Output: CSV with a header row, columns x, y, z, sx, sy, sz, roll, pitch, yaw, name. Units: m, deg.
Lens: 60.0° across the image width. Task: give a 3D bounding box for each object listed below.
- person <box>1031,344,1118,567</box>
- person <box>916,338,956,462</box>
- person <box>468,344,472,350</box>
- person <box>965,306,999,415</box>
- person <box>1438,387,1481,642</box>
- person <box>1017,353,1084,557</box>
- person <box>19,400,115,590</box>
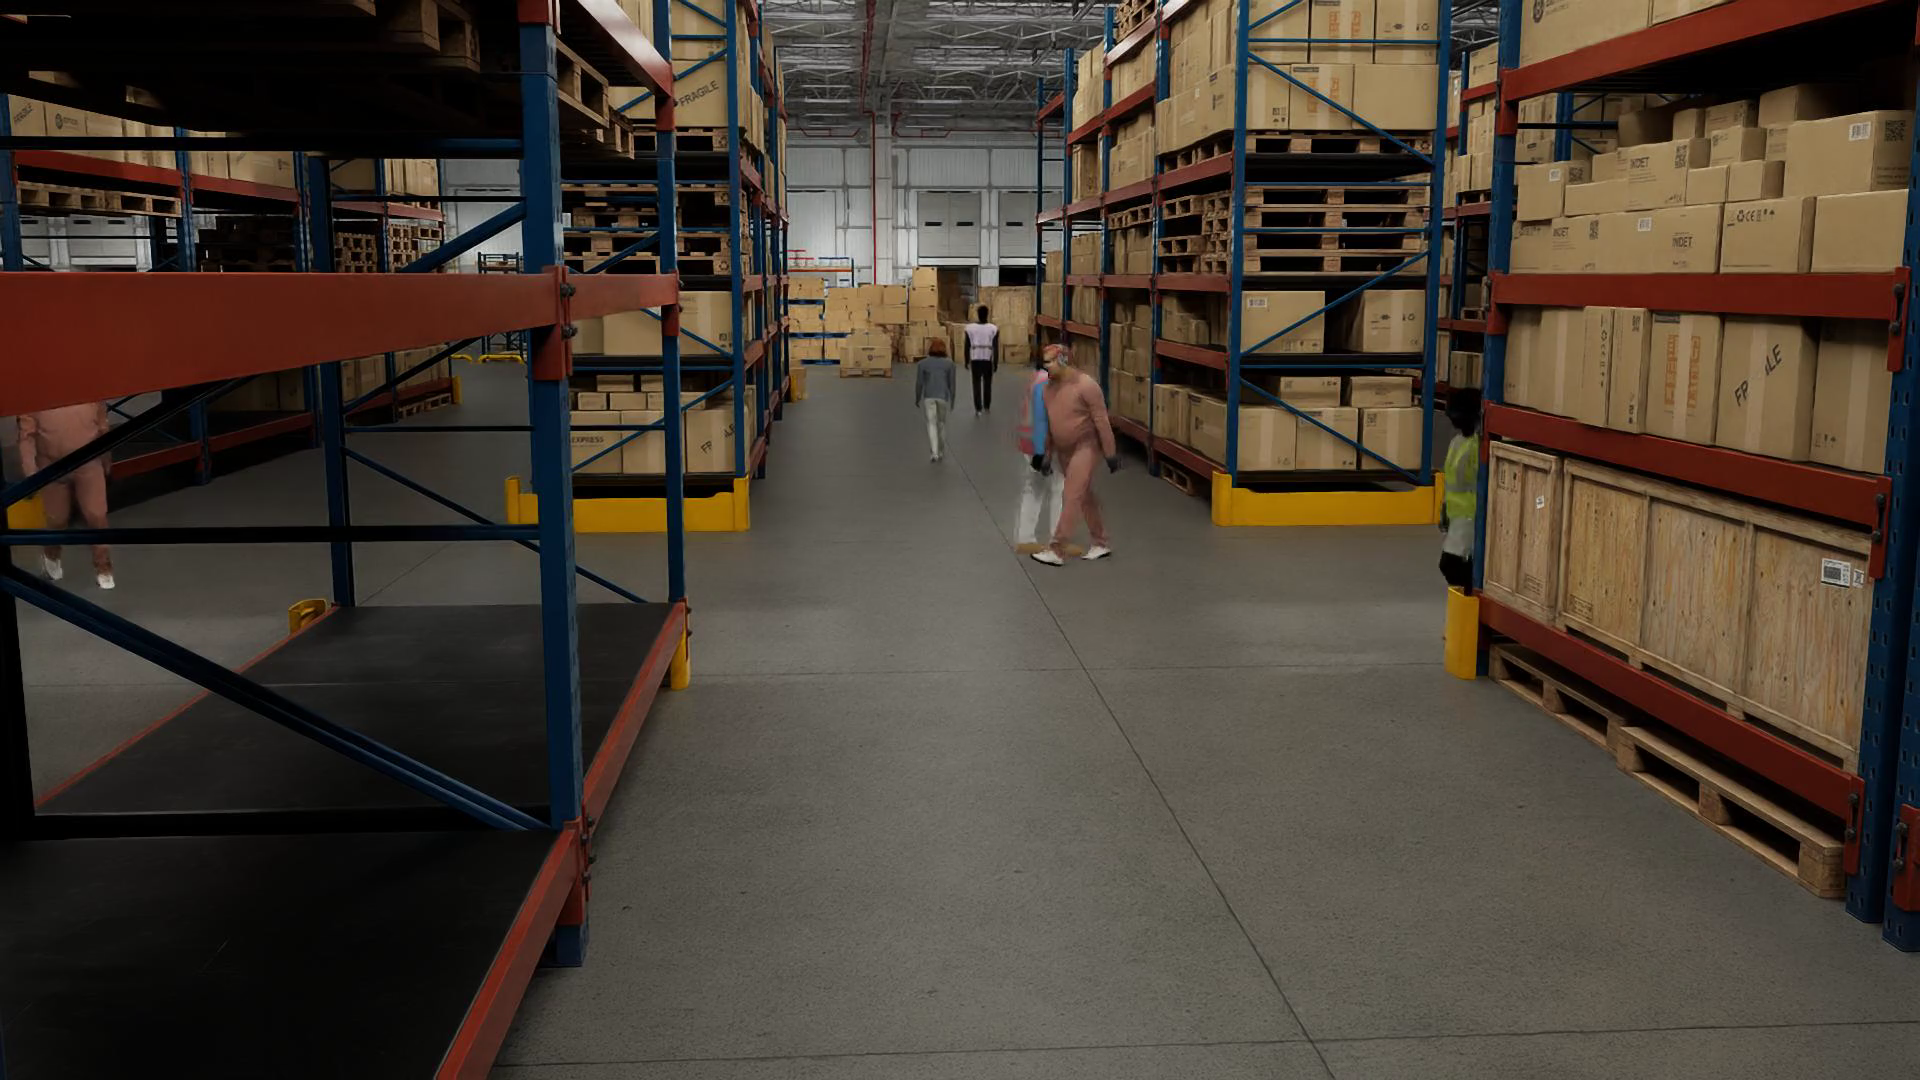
x,y,z,sx,sy,sz,roll,pitch,yaw,name
0.929,-0.705,13.833,0.994,1.841,0.673,-6,11,-34,person
-0.305,-1.818,21.552,0.514,1.600,0.804,-1,9,-6,person
-15.906,-7.108,53.911,0.617,1.872,0.980,-1,9,-3,person
0.380,-3.104,28.798,0.592,1.869,1.006,0,9,0,person
3.253,-0.150,10.811,0.423,1.679,0.557,0,9,-2,person
0.814,-0.762,14.253,0.704,1.808,0.665,0,9,0,person
-6.895,-0.562,12.844,0.655,1.872,0.790,-6,11,-35,person
